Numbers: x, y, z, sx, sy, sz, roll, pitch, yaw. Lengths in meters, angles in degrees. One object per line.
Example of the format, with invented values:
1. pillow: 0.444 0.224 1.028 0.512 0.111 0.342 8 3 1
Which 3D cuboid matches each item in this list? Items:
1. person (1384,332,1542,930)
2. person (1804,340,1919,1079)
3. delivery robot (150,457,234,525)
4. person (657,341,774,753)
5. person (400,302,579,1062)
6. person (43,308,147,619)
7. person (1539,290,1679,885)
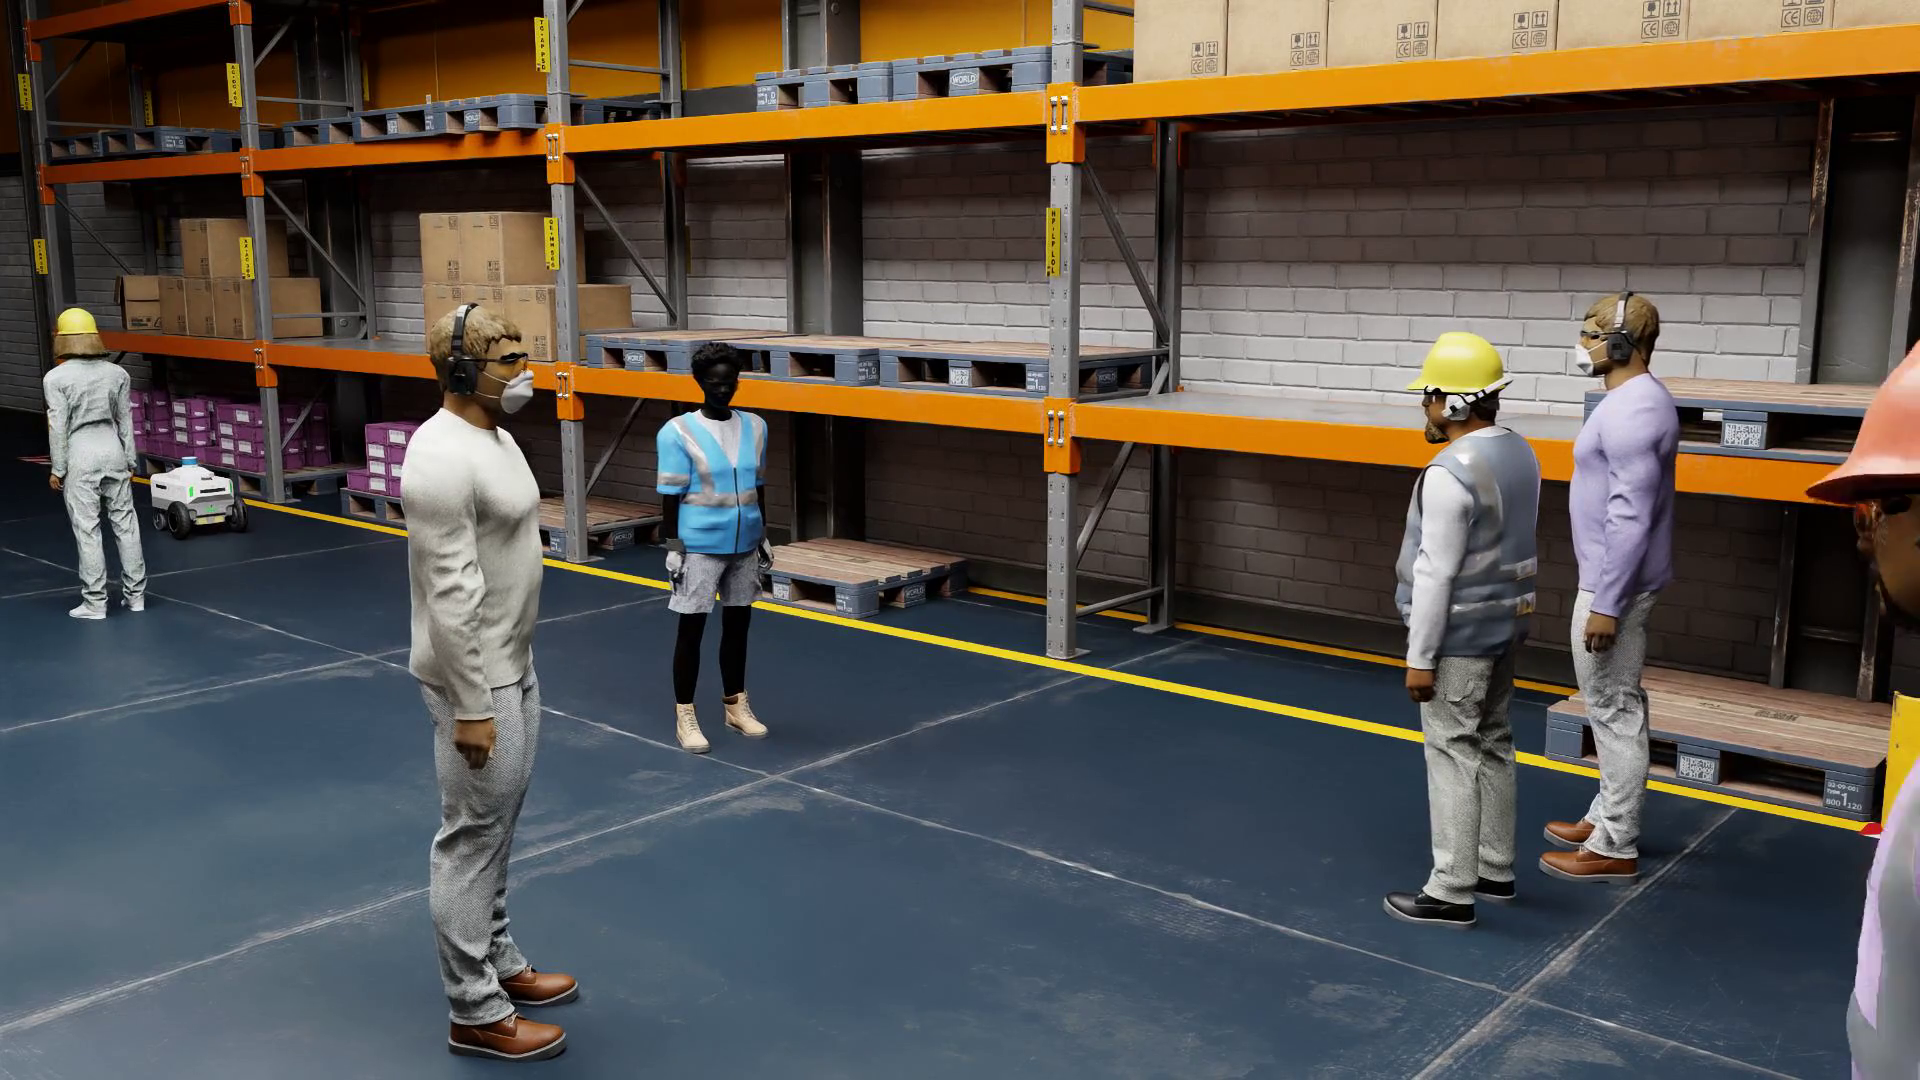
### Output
1. person: 1.541 0.279 5.123 0.404 1.826 0.591 9 13 41
2. person: 1.135 0.789 1.767 0.605 2.007 0.741 7 12 35
3. delivery robot: -5.598 -0.364 12.117 0.707 0.478 0.477 9 13 41
4. person: -1.005 0.024 6.915 0.540 1.698 0.317 -9 13 -41
5. person: -1.221 0.362 4.312 0.372 1.940 0.631 -1 10 -5
6. person: -4.894 -0.428 9.372 0.325 1.740 0.493 6 12 32
7. person: 2.145 0.159 5.464 0.355 1.938 0.637 4 11 24
